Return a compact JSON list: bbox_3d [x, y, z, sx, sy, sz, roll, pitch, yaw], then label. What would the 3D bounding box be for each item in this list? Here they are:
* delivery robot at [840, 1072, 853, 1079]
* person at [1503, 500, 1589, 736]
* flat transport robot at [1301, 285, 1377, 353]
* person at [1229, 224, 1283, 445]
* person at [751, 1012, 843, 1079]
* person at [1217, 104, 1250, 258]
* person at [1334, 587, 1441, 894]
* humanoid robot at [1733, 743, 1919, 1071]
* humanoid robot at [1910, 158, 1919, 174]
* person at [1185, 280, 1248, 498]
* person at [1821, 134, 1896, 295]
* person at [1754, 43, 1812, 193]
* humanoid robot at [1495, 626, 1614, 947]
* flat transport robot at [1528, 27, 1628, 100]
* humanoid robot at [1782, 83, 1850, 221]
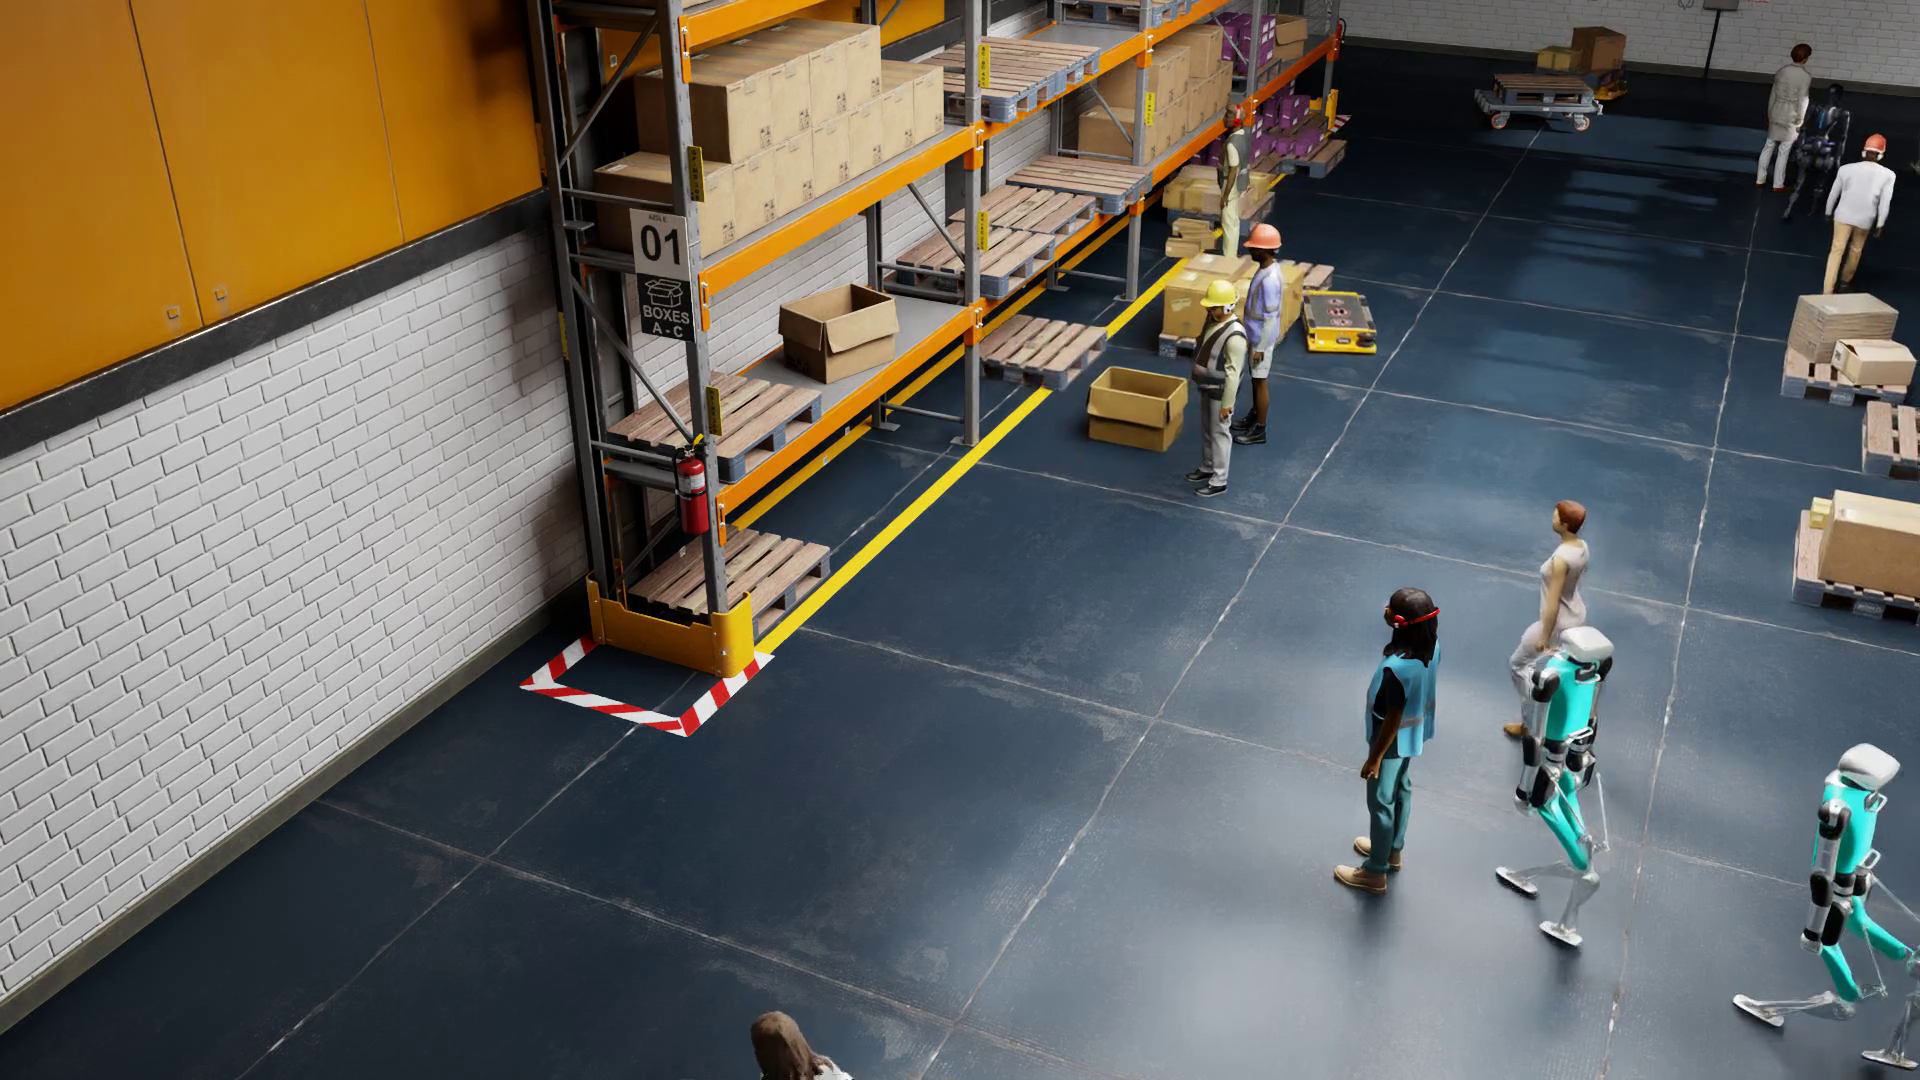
[{"bbox_3d":[-0.740,2.727,7.376,0.772,0.600,0.525,-20,34,-32],"label":"delivery robot"},{"bbox_3d":[3.663,0.519,10.298,0.498,1.644,0.503,21,35,34],"label":"person"},{"bbox_3d":[3.817,-2.240,16.882,0.659,0.231,1.431,3,28,5],"label":"flat transport robot"},{"bbox_3d":[2.543,-1.756,14.229,0.354,1.936,0.550,2,28,3],"label":"person"},{"bbox_3d":[-0.664,2.521,6.620,0.497,1.601,0.911,-22,35,-35],"label":"person"},{"bbox_3d":[2.971,-3.839,18.181,0.382,1.849,0.569,9,30,16],"label":"person"},{"bbox_3d":[2.357,1.087,9.029,0.381,1.865,0.537,19,33,31],"label":"person"},{"bbox_3d":[4.335,1.833,7.833,0.540,1.764,1.030,-25,37,-38],"label":"humanoid robot"},{"bbox_3d":[12.741,-5.484,21.400,1.032,1.756,0.550,5,29,9],"label":"humanoid robot"},{"bbox_3d":[2.059,-1.227,13.370,0.403,1.825,0.591,-6,29,-11],"label":"person"},{"bbox_3d":[9.449,-3.423,17.556,0.593,1.707,0.894,15,32,26],"label":"person"},{"bbox_3d":[10.390,-5.299,20.910,0.368,1.834,0.501,-14,31,-25],"label":"person"},{"bbox_3d":[3.274,1.345,8.712,0.571,1.782,0.889,-17,33,-29],"label":"humanoid robot"},{"bbox_3d":[9.556,-7.078,25.853,1.431,0.231,0.659,22,35,35],"label":"flat transport robot"},{"bbox_3d":[10.232,-4.621,19.885,0.768,1.649,0.598,-23,36,-36],"label":"humanoid robot"}]
